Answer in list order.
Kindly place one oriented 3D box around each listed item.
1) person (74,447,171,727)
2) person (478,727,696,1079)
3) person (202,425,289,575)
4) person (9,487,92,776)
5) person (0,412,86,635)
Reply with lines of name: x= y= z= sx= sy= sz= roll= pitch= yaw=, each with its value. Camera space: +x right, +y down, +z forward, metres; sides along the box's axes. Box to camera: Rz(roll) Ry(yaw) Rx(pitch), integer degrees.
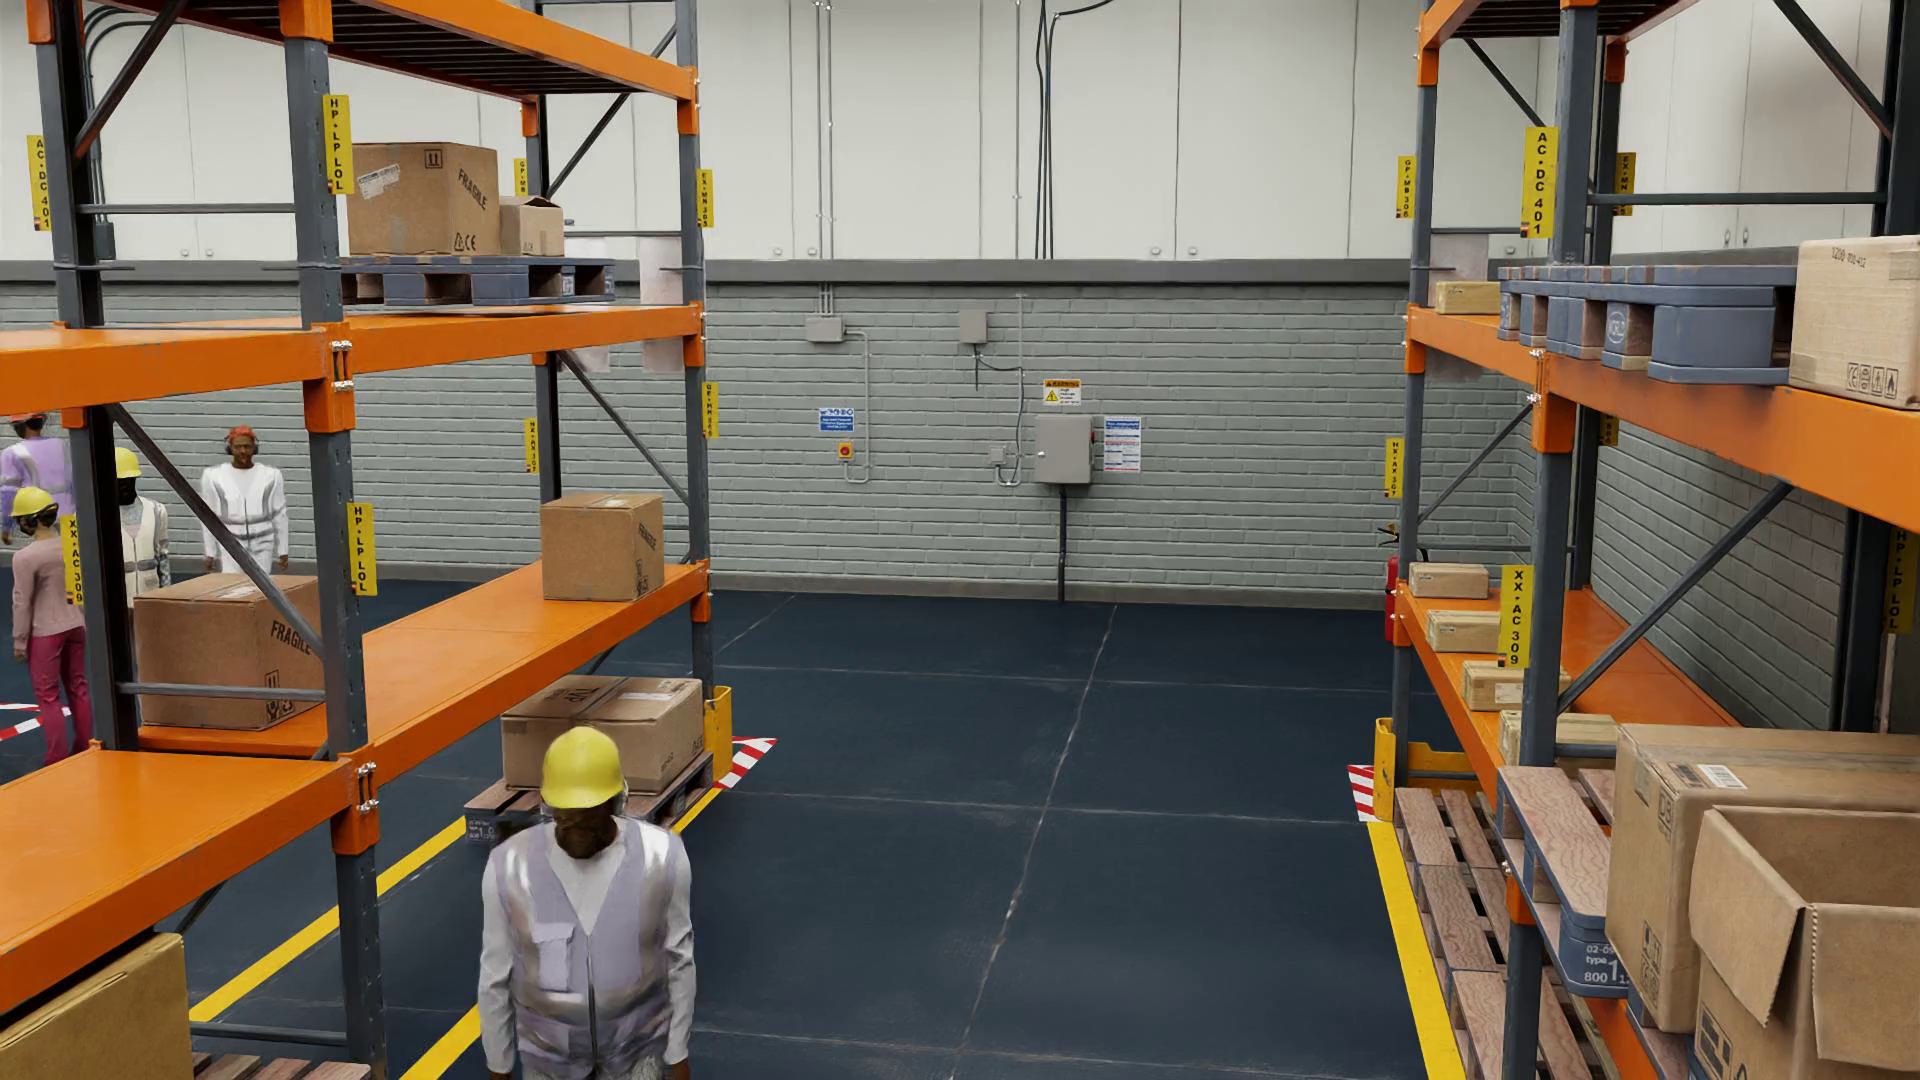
person: x=-5.269 y=0.371 z=10.551 sx=0.370 sy=1.929 sz=0.585 roll=7 pitch=12 yaw=38
person: x=-1.050 y=1.379 z=4.721 sx=0.593 sy=1.810 sz=0.614 roll=-2 pitch=9 yaw=-12
person: x=-5.385 y=0.069 z=12.579 sx=0.602 sy=1.872 sz=0.412 roll=-5 pitch=10 yaw=-28
person: x=-5.453 y=0.555 z=9.952 sx=0.330 sy=1.756 sz=0.525 roll=2 pitch=9 yaw=11
person: x=-7.622 y=-0.188 z=13.859 sx=1.070 sy=1.982 sz=0.619 roll=4 pitch=10 yaw=23
